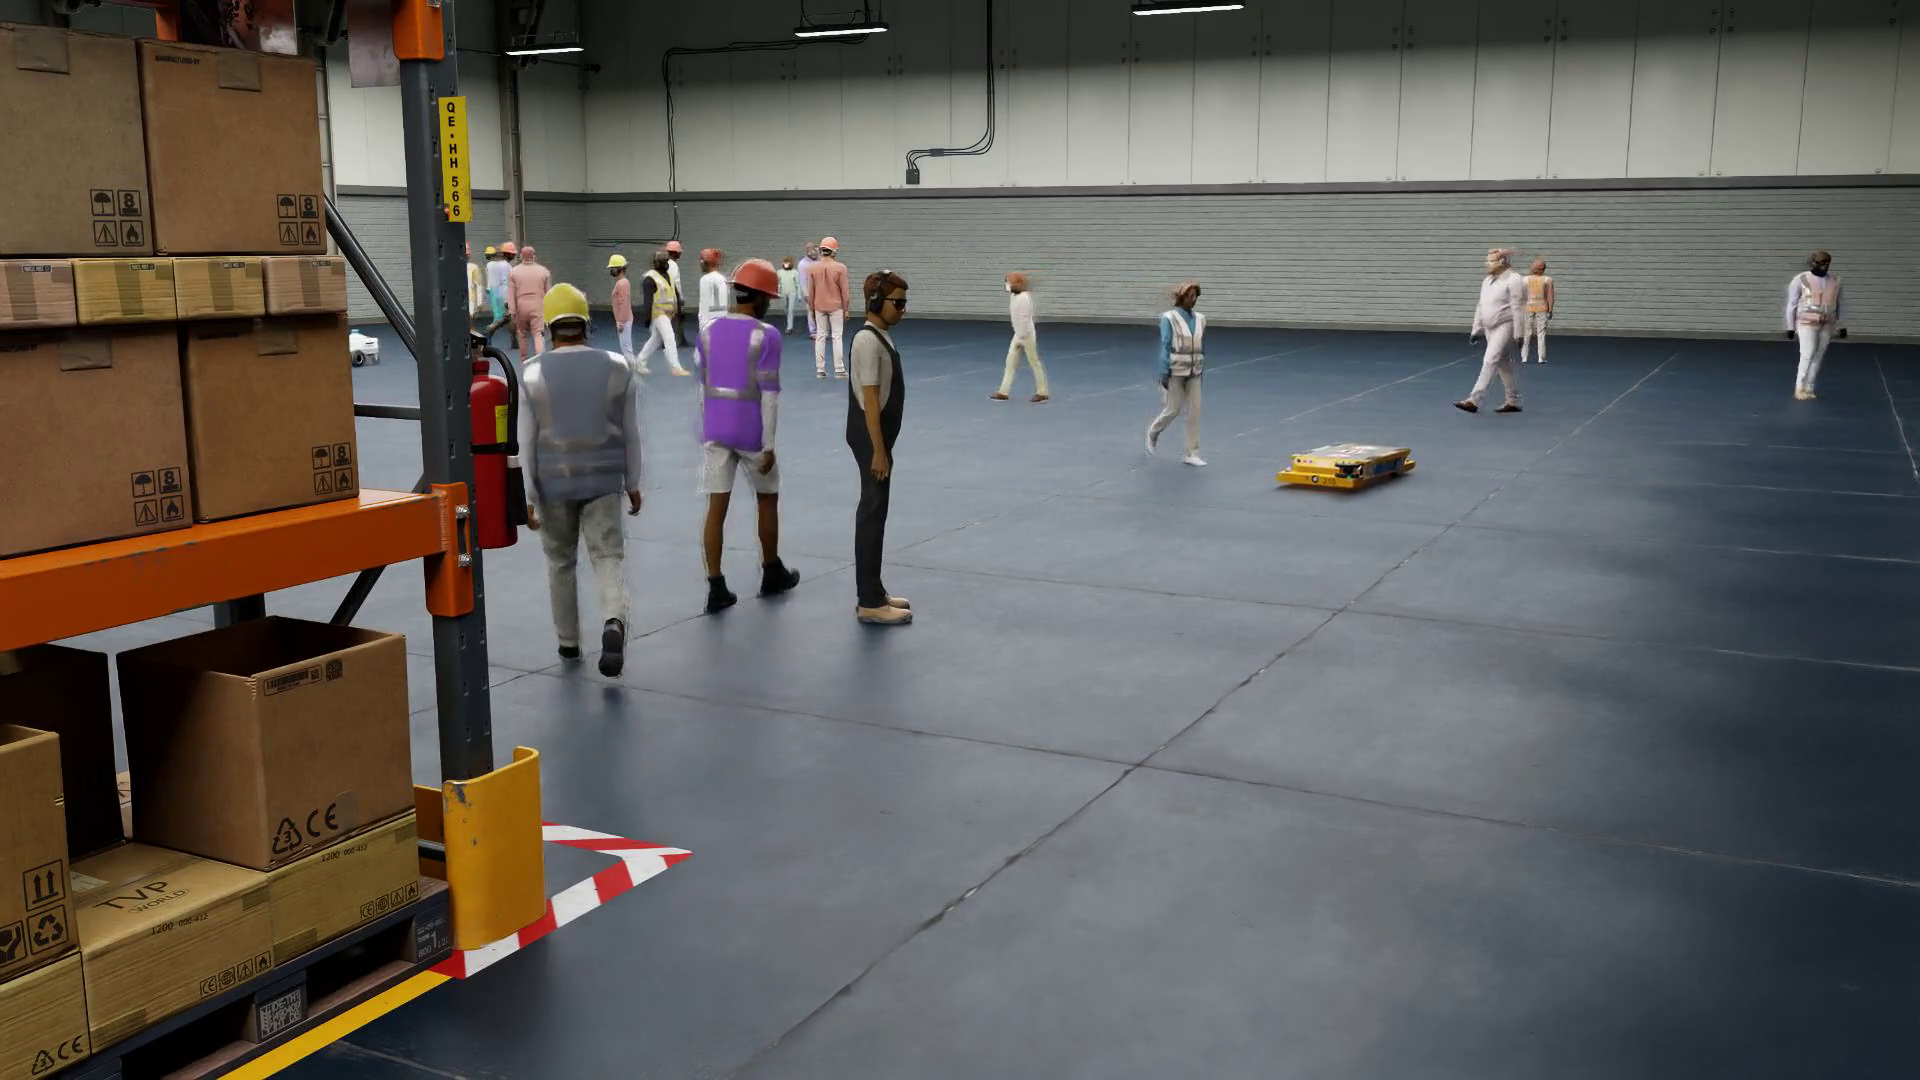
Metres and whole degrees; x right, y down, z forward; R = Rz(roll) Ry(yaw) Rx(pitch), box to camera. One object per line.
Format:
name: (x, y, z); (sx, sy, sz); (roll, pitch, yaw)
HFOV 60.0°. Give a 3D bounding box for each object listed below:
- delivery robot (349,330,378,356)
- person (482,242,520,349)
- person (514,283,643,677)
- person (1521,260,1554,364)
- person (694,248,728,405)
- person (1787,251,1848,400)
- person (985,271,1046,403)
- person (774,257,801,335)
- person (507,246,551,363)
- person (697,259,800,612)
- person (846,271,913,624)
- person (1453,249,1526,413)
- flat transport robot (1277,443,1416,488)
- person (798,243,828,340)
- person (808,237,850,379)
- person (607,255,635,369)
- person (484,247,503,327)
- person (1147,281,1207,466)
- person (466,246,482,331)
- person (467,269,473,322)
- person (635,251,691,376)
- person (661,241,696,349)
delivery robot: (-9.375, -3.017, 25.793); (0.477, 0.478, 0.707); (4, 11, 20)
person: (-8.080, -4.316, 29.438); (0.699, 1.910, 0.561); (-4, 11, -20)
person: (-1.743, -0.267, 7.633); (0.598, 1.813, 0.755); (-4, 11, -19)
person: (9.119, -3.610, 26.332); (0.525, 1.636, 0.307); (5, 12, 26)
person: (-2.899, -2.501, 19.644); (0.483, 1.869, 0.607); (3, 11, 14)
person: (10.512, -2.607, 20.343); (0.629, 1.822, 0.559); (0, 10, -2)
person: (0.693, -2.436, 20.036); (0.796, 1.579, 0.500); (-4, 11, -20)
person: (-3.498, -4.963, 33.839); (0.505, 1.591, 0.845); (2, 11, 13)
person: (-6.418, -3.453, 24.850); (0.641, 1.873, 0.931); (-3, 11, -18)
person: (-1.161, -0.589, 9.172); (0.574, 1.878, 0.905); (4, 11, 20)
person: (-0.424, -0.487, 8.756); (0.344, 1.839, 0.505); (0, 10, -1)
person: (6.018, -2.351, 18.863); (0.997, 1.862, 0.660); (-2, 11, -13)
flat transport robot: (3.234, -0.634, 13.833); (0.652, 0.197, 1.431); (7, 12, 34)
person: (-2.772, -4.737, 31.860); (0.682, 1.866, 0.695); (-5, 11, -23)
person: (-1.845, -3.278, 23.544); (0.611, 1.995, 0.381); (3, 11, 17)
person: (-4.506, -2.899, 22.109); (0.330, 1.765, 0.533); (-2, 11, -9)
person: (-10.302, -5.571, 36.670); (0.316, 1.769, 0.523); (1, 10, 8)
person: (1.946, -1.477, 14.729); (0.524, 1.621, 0.613); (-6, 12, -29)
person: (-8.378, -4.050, 28.078); (0.550, 1.886, 1.010); (4, 11, 19)
person: (-7.493, -3.405, 24.580); (0.583, 1.868, 0.769); (-3, 11, -18)
person: (-4.363, -3.263, 24.024); (0.957, 1.803, 0.626); (3, 11, 17)
person: (-5.004, -4.352, 29.627); (0.785, 1.906, 0.562); (-4, 11, -19)
